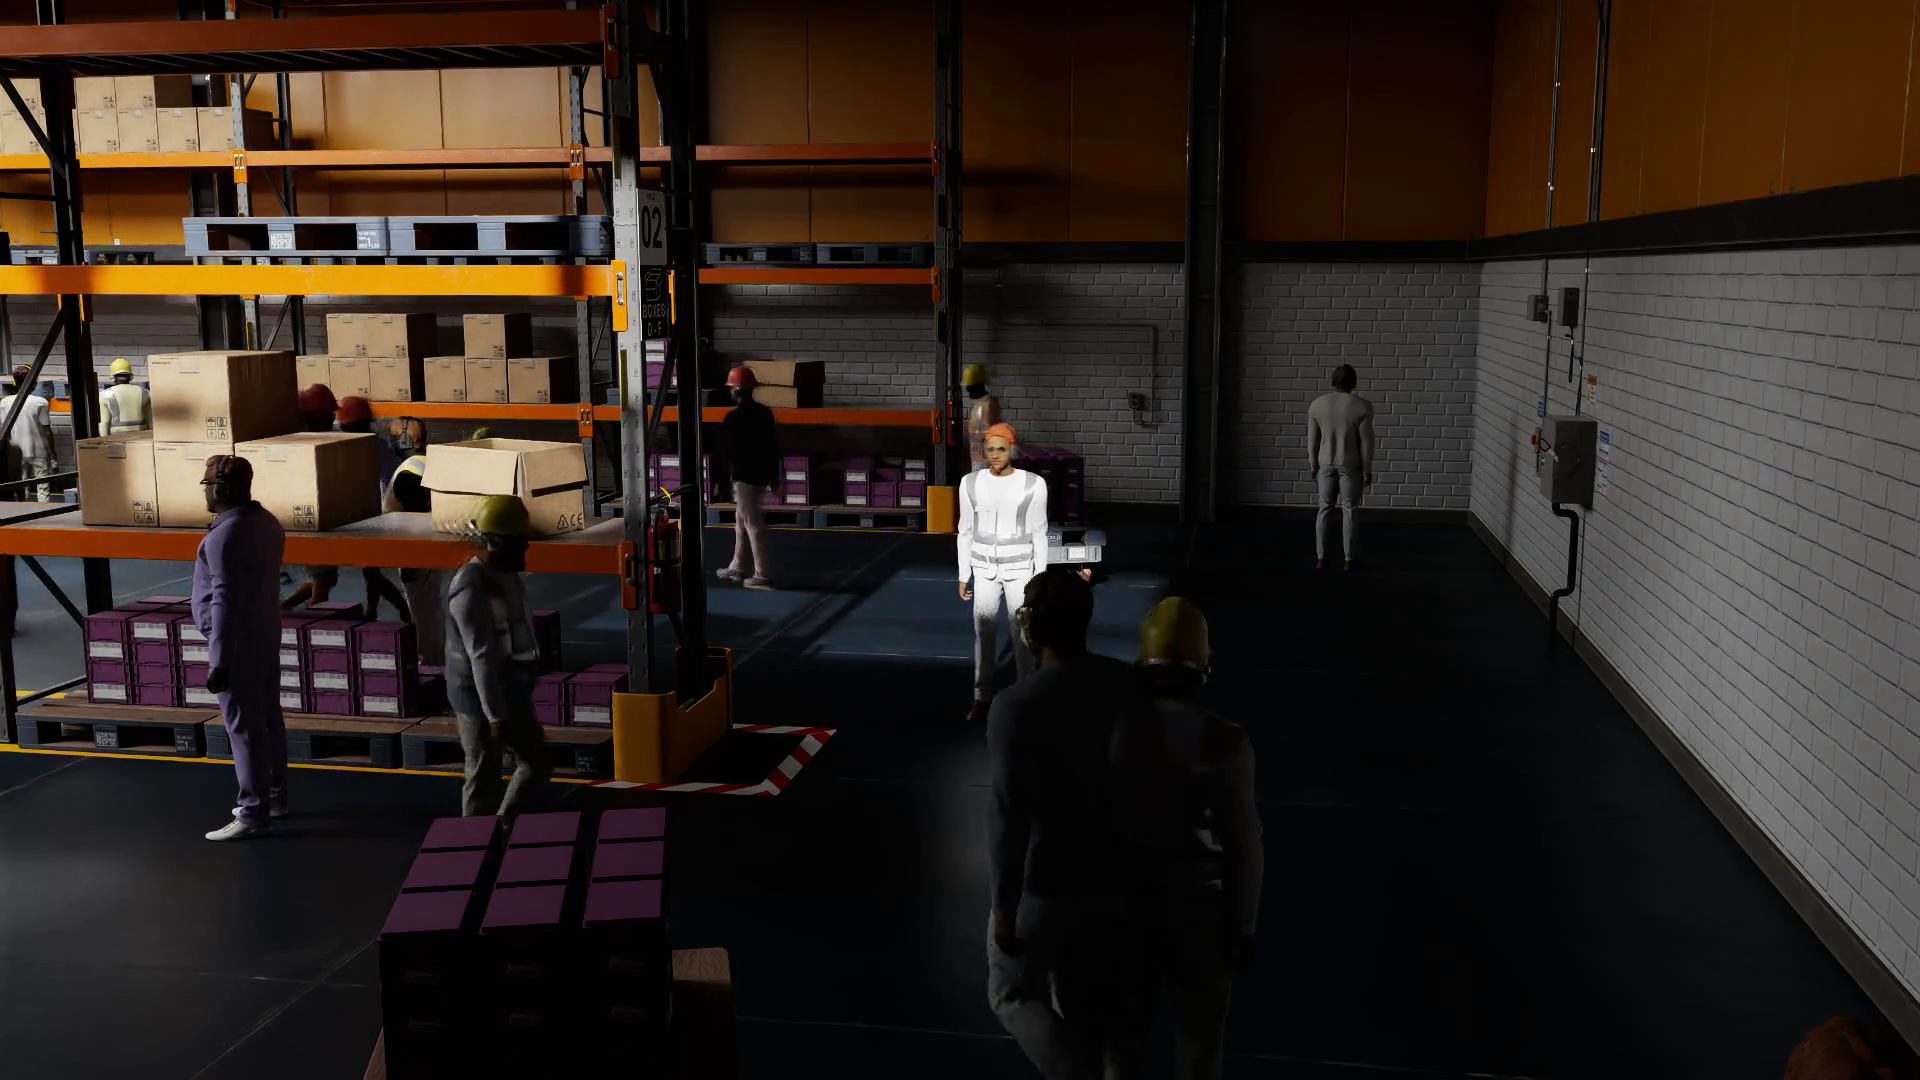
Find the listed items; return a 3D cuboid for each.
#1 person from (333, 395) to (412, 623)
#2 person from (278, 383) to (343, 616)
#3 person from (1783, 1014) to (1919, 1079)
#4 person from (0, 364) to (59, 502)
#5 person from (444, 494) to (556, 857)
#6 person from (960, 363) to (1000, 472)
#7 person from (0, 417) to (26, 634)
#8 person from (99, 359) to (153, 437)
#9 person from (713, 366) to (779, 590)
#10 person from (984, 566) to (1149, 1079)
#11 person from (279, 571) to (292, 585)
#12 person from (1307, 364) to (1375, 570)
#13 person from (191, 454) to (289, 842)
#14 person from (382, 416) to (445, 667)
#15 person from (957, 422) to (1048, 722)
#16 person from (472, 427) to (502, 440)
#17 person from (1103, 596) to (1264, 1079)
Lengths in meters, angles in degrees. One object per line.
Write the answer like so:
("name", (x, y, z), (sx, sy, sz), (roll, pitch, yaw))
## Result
("person", (-4.374, -0.152, 12.517), (0.840, 1.897, 0.623), (2, 9, 14))
("person", (-4.706, -0.118, 11.903), (0.711, 2.025, 0.618), (1, 9, 7))
("person", (1.410, 1.552, 2.739), (0.495, 1.628, 0.272), (1, 9, 9))
("person", (-9.352, -0.830, 16.763), (0.515, 1.872, 0.328), (0, 9, -1))
("person", (-2.066, 0.699, 7.459), (0.447, 1.810, 0.610), (1, 9, 7))
("person", (0.257, -0.815, 16.585), (0.563, 1.892, 0.677), (-3, 9, -15))
("person", (-7.575, -0.179, 12.986), (0.514, 1.795, 0.986), (-4, 10, -23))
("person", (-9.324, -1.109, 18.616), (0.404, 1.827, 0.600), (8, 12, 41))
("person", (-1.978, -0.551, 14.717), (0.836, 1.964, 0.654), (5, 10, 29))
("person", (0.354, 1.037, 5.025), (0.638, 1.925, 0.564), (-7, 12, -39))
("person", (-6.208, -0.564, 14.904), (0.373, 1.935, 0.552), (-4, 10, -24))
("person", (3.583, -0.683, 15.638), (0.635, 1.939, 0.367), (5, 10, 28))
("person", (-3.571, 0.526, 8.236), (0.407, 1.908, 0.641), (-1, 9, -3))
("person", (-3.654, 0.088, 11.155), (0.429, 1.845, 0.620), (-1, 9, -6))
("person", (0.260, 0.209, 10.300), (0.578, 1.879, 0.346), (3, 10, 17))
("person", (-3.373, 0.044, 11.823), (0.623, 1.699, 0.577), (-1, 9, -4))
("person", (0.646, 1.077, 5.034), (0.595, 1.837, 0.389), (6, 11, 32))
